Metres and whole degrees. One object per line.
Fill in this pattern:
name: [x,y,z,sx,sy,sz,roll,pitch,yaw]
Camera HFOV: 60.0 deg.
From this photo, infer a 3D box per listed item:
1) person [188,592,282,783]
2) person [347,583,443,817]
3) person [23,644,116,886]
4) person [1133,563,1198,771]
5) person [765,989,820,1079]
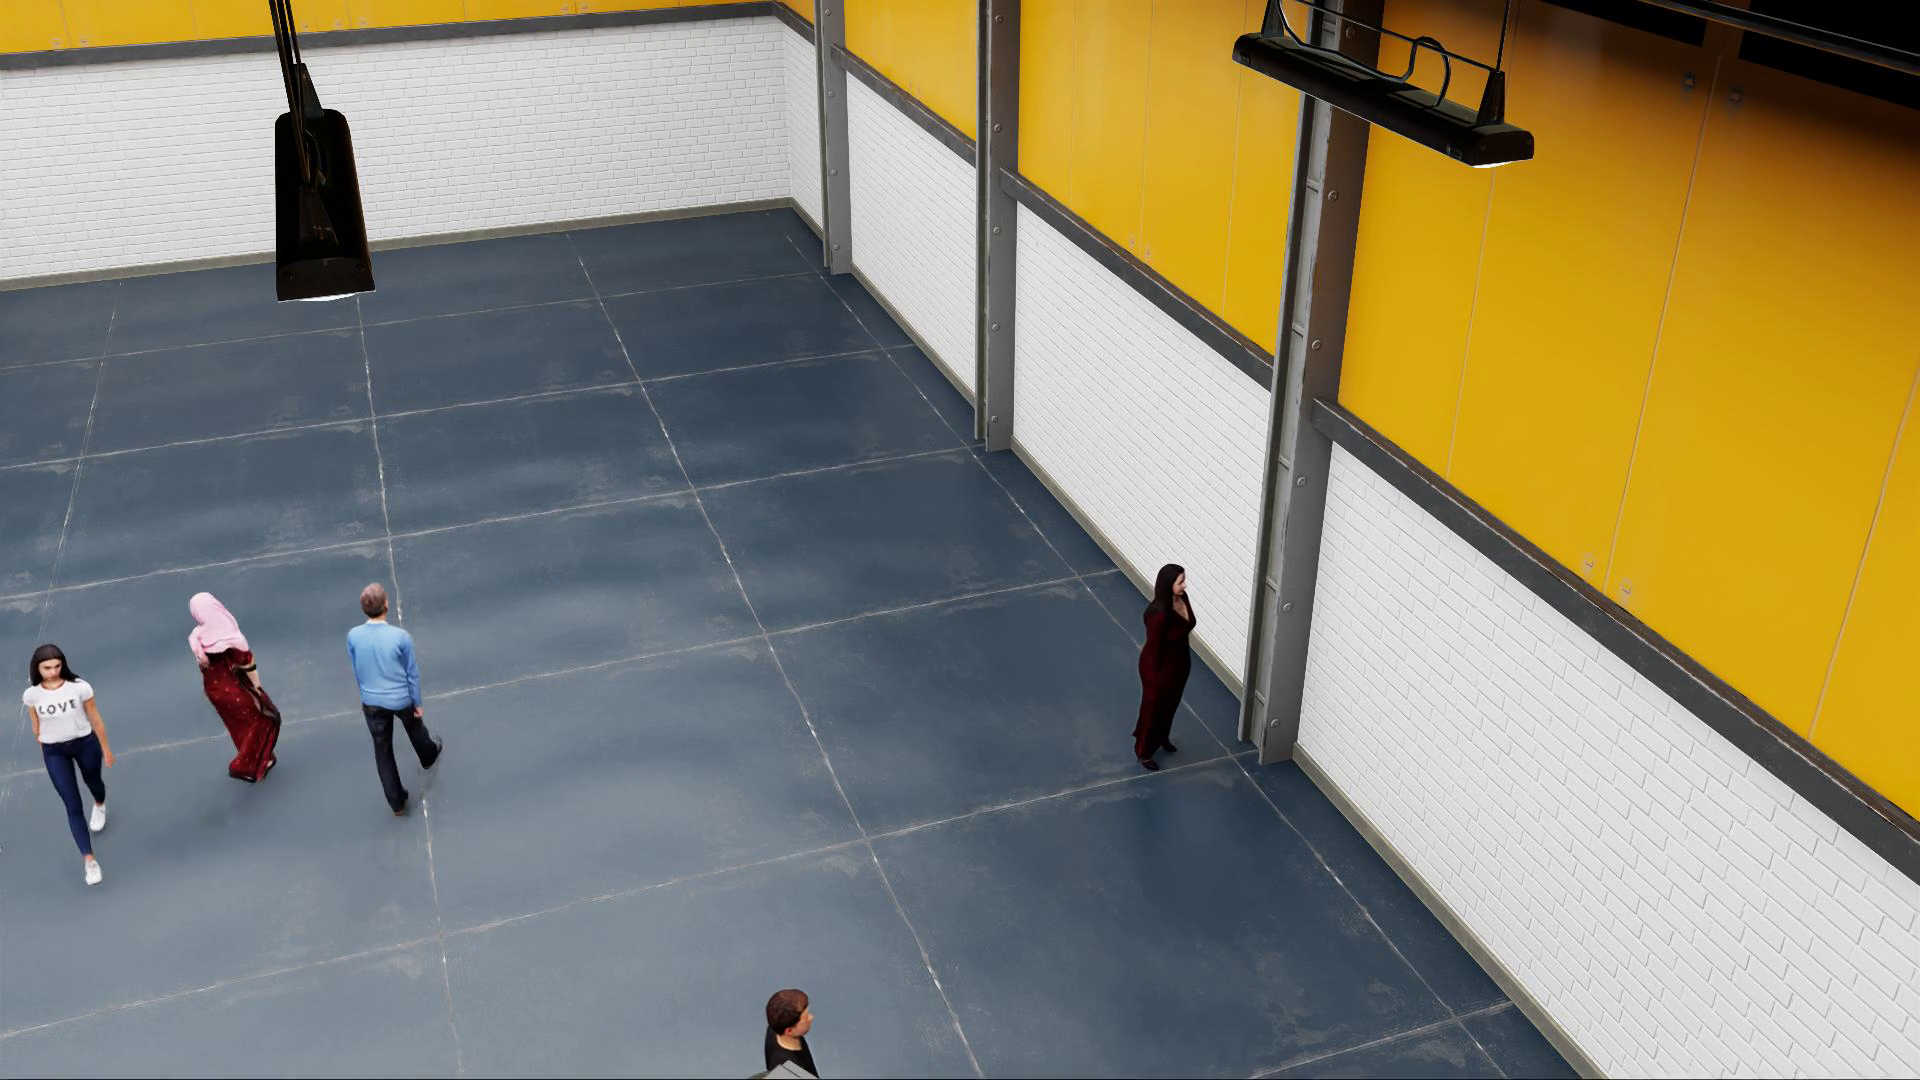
person: [-5.428,1.149,12.345,0.872,1.626,0.926,9,30,15]
person: [-4.182,1.195,12.099,0.910,1.781,1.162,-1,29,-2]
person: [-6.209,1.455,11.675,0.661,1.730,1.187,-11,30,-19]
person: [1.538,0.933,12.603,0.840,1.759,0.790,15,32,25]
person: [-0.860,3.047,8.619,0.723,1.862,0.499,-10,30,-17]
